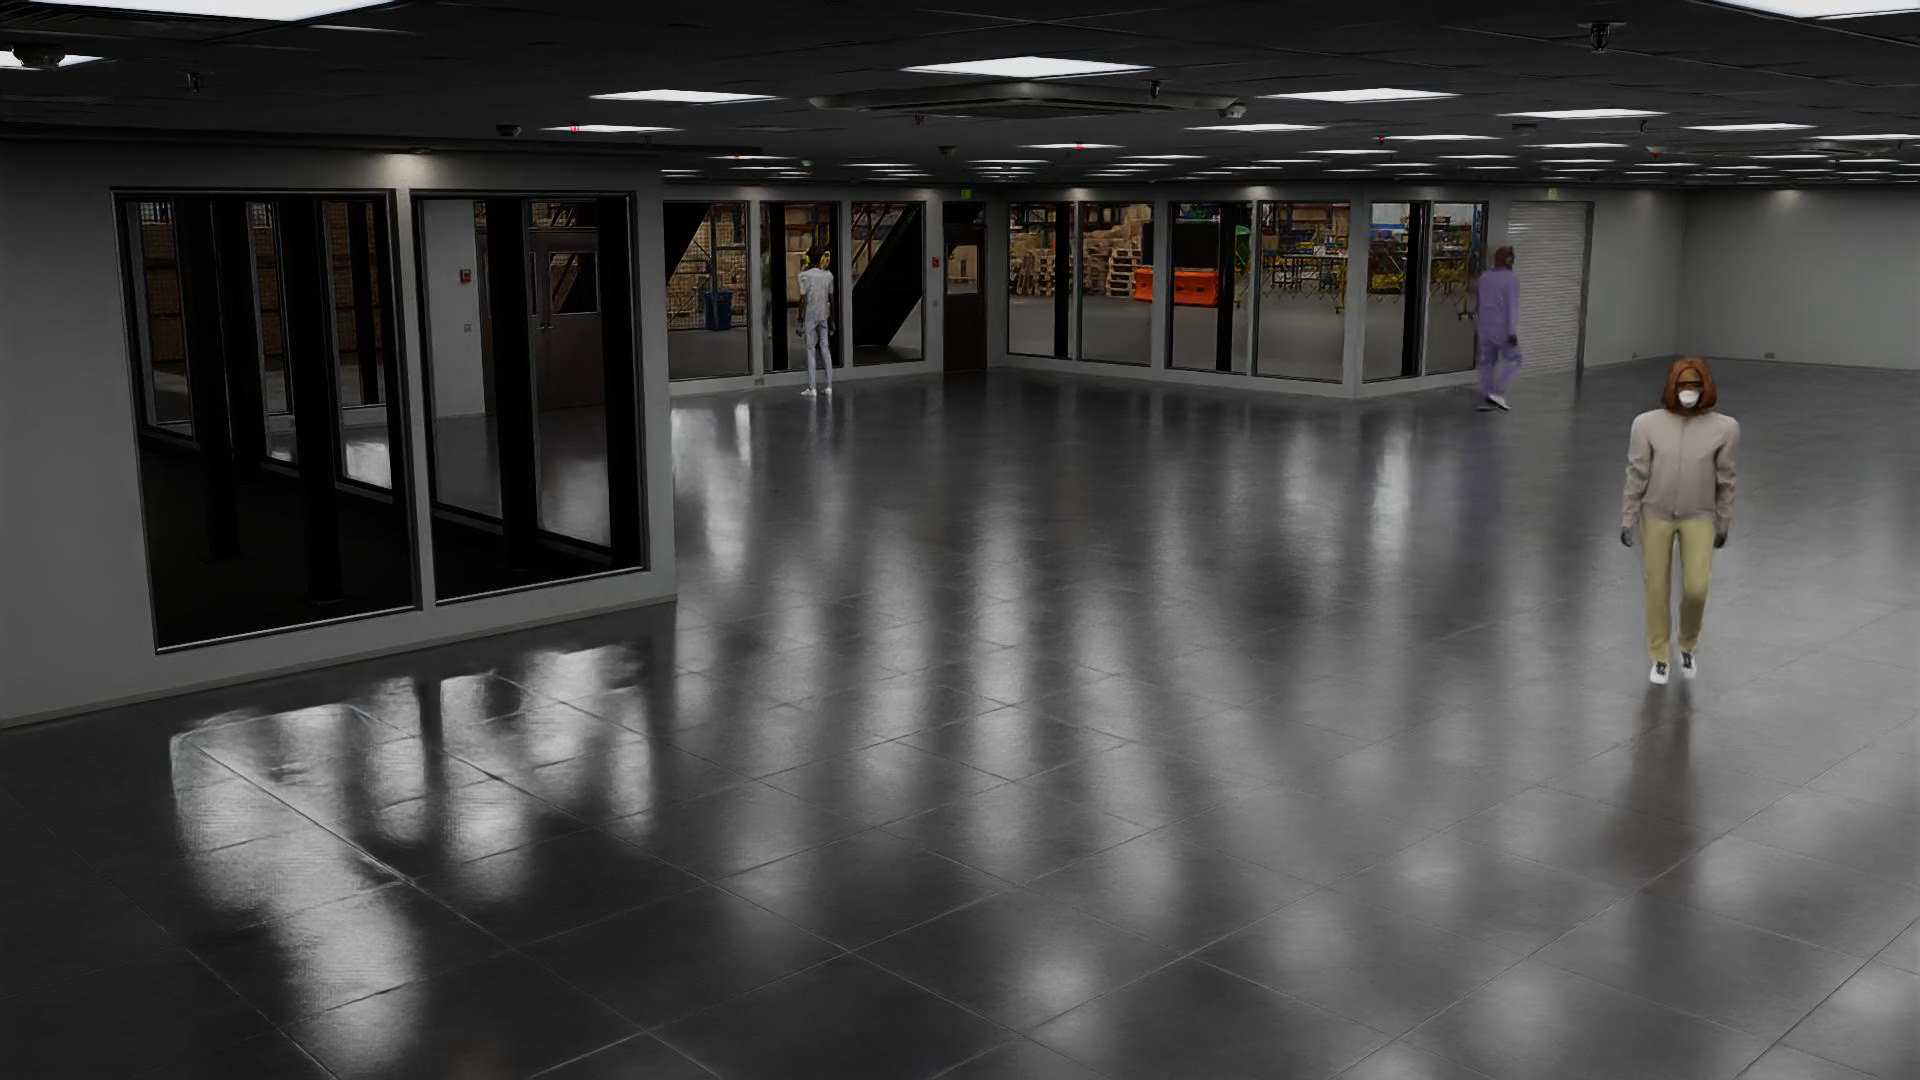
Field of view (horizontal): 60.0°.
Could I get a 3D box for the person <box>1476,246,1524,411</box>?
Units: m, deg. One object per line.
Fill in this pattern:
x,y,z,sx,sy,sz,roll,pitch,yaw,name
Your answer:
6.187,-2.410,19.065,0.445,1.889,0.670,-5,12,-24,person

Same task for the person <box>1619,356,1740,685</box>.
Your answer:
3.482,-0.081,8.092,0.511,1.617,0.376,5,12,23,person

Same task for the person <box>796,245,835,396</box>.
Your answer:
-1.800,-2.717,20.681,0.532,1.868,0.310,-7,13,-31,person
